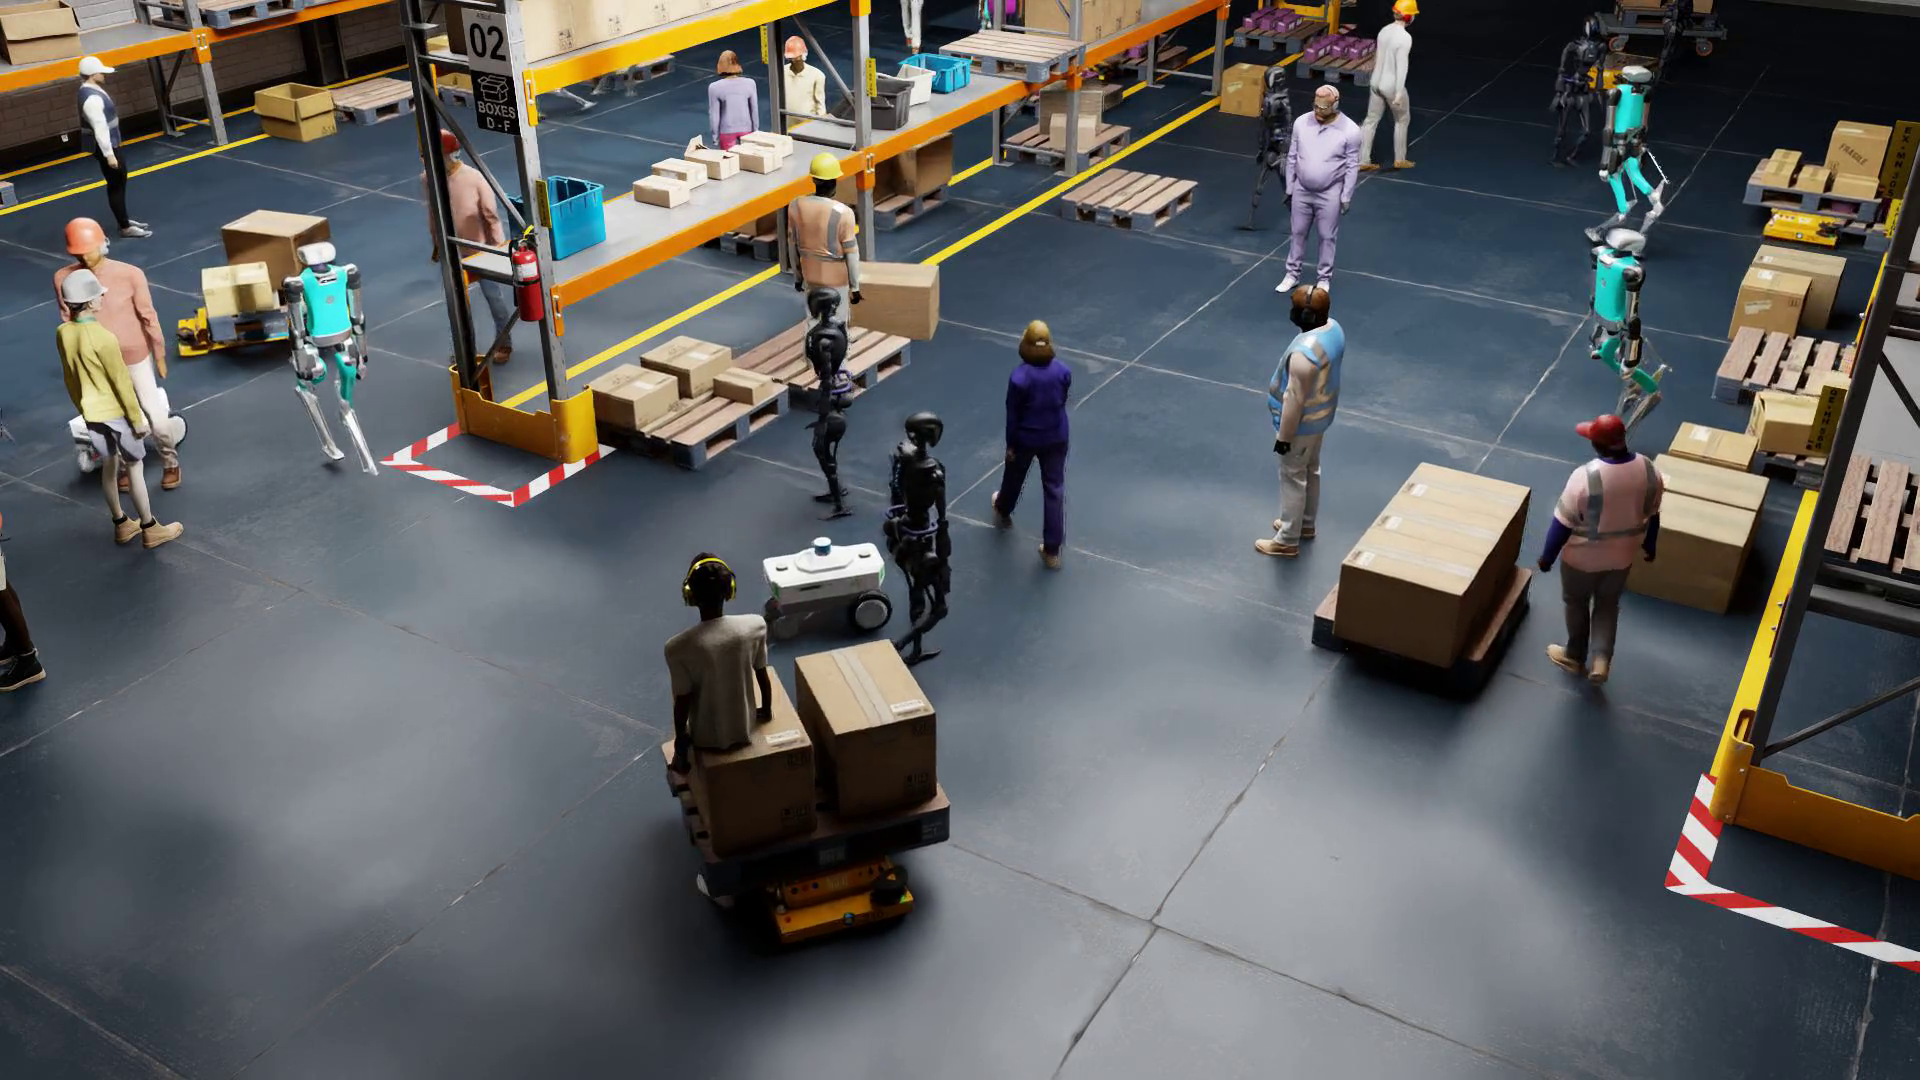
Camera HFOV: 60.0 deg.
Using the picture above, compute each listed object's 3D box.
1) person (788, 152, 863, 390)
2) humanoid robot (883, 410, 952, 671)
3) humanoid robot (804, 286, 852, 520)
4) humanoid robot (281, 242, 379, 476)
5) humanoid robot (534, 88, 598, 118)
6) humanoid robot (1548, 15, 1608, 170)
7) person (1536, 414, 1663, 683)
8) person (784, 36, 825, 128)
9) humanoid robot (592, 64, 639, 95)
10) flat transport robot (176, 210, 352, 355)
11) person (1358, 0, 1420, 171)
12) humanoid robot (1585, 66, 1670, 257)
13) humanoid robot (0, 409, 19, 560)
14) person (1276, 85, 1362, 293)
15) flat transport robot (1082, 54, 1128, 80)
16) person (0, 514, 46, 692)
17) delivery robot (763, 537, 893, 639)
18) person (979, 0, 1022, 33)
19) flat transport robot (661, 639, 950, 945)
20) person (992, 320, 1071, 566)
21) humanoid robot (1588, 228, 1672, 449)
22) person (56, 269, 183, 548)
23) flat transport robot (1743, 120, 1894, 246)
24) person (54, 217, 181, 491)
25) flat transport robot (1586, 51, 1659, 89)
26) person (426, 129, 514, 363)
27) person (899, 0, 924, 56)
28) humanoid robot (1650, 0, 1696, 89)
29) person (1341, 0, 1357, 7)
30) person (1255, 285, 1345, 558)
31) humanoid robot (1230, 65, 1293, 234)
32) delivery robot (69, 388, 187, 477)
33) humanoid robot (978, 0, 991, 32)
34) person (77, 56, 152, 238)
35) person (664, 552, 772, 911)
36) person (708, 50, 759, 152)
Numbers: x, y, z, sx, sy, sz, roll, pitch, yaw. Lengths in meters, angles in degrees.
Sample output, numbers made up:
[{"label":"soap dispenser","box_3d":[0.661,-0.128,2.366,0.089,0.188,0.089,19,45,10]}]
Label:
[{"label":"person","box_3d":[-1.028,-2.043,12.872,0.594,1.925,0.371,14,32,23]},{"label":"humanoid robot","box_3d":[-0.294,0.017,9.485,0.418,1.648,0.607,-17,34,-28]},{"label":"humanoid robot","box_3d":[-0.884,-0.910,11.121,0.325,1.654,0.587,-2,30,-4]},{"label":"humanoid robot","box_3d":[-4.496,-1.284,11.736,0.540,1.786,0.851,-24,37,-36]},{"label":"humanoid robot","box_3d":[-4.929,-5.861,19.878,1.079,1.740,0.534,-14,32,-22]},{"label":"humanoid robot","box_3d":[6.718,-4.857,18.101,0.600,1.645,0.445,-6,30,-10]},{"label":"person","box_3d":[3.605,0.074,9.343,0.658,1.714,0.545,-3,30,-5]},{"label":"person","box_3d":[-1.645,-4.259,16.973,0.560,1.743,0.342,9,31,15]},{"label":"humanoid robot","box_3d":[-4.359,-6.455,20.915,0.822,1.785,0.534,-15,33,-25]},{"label":"flat transport robot","box_3d":[-5.930,-1.877,14.262,1.431,0.231,0.659,-11,31,-19]},{"label":"person","box_3d":[4.726,-4.941,18.061,0.786,1.862,0.577,-16,33,-27]},{"label":"humanoid robot","box_3d":[6.403,-3.503,15.654,0.549,1.744,0.928,-13,32,-21]},{"label":"humanoid robot","box_3d":[-6.389,-0.662,10.703,0.600,1.639,0.590,15,33,25]},{"label":"person","box_3d":[3.164,-3.073,14.724,0.642,1.899,0.402,17,34,27]},{"label":"flat transport robot","box_3d":[1.973,-6.439,22.333,0.659,0.231,1.431,17,34,27]},{"label":"person","box_3d":[-5.570,-0.060,9.325,0.362,1.963,0.612,-17,34,-27]},{"label":"delivery robot","box_3d":[-0.826,0.256,10.173,0.749,0.569,0.499,-9,31,-15]},{"label":"person","box_3d":[0.521,-6.975,21.686,0.537,1.833,0.535,-3,30,-5]},{"label":"flat transport robot","box_3d":[-0.779,1.439,8.395,0.659,0.231,1.431,-11,31,-18]},{"label":"person","box_3d":[0.478,-0.678,10.806,0.441,1.575,0.880,-8,30,-13]},{"label":"humanoid robot","box_3d":[4.829,-1.378,11.916,0.809,1.794,0.536,-7,30,-12]},{"label":"person","box_3d":[-5.505,-0.832,10.768,0.486,1.888,0.398,10,31,17]},{"label":"flat transport robot","box_3d":[8.578,-3.300,16.778,0.659,0.231,1.431,16,33,27]},{"label":"person","box_3d":[-5.793,-1.268,11.444,0.617,1.986,0.406,-4,30,-7]},{"label":"flat transport robot","box_3d":[8.641,-6.145,21.811,0.659,0.231,1.431,21,36,32]},{"label":"person","box_3d":[-3.964,-2.348,13.381,0.675,1.968,0.473,10,31,17]},{"label":"person","box_3d":[-0.677,-7.691,22.909,0.644,1.886,1.004,0,29,0]},{"label":"humanoid robot","box_3d":[9.198,-6.649,21.261,0.315,1.655,0.599,25,38,37]},{"label":"person","box_3d":[6.029,-9.109,25.556,0.336,1.742,0.560,1,30,3]},{"label":"person","box_3d":[2.191,-0.770,10.716,0.429,1.836,0.625,16,33,26]},{"label":"humanoid robot","box_3d":[3.077,-3.809,16.273,0.711,1.624,0.605,-9,31,-16]},{"label":"delivery robot","box_3d":[-6.104,-0.847,12.163,0.499,0.608,0.797,8,30,13]},{"label":"humanoid robot","box_3d":[0.405,-7.354,22.516,0.551,1.847,0.694,15,33,25]},{"label":"person","box_3d":[-8.282,-3.808,16.175,0.446,1.750,0.761,-13,32,-21]},{"label":"person","box_3d":[-1.103,0.899,7.726,0.519,1.869,0.317,-16,33,-26]},{"label":"person","box_3d":[-2.283,-4.132,16.869,0.502,1.627,0.291,-8,31,-14]}]
